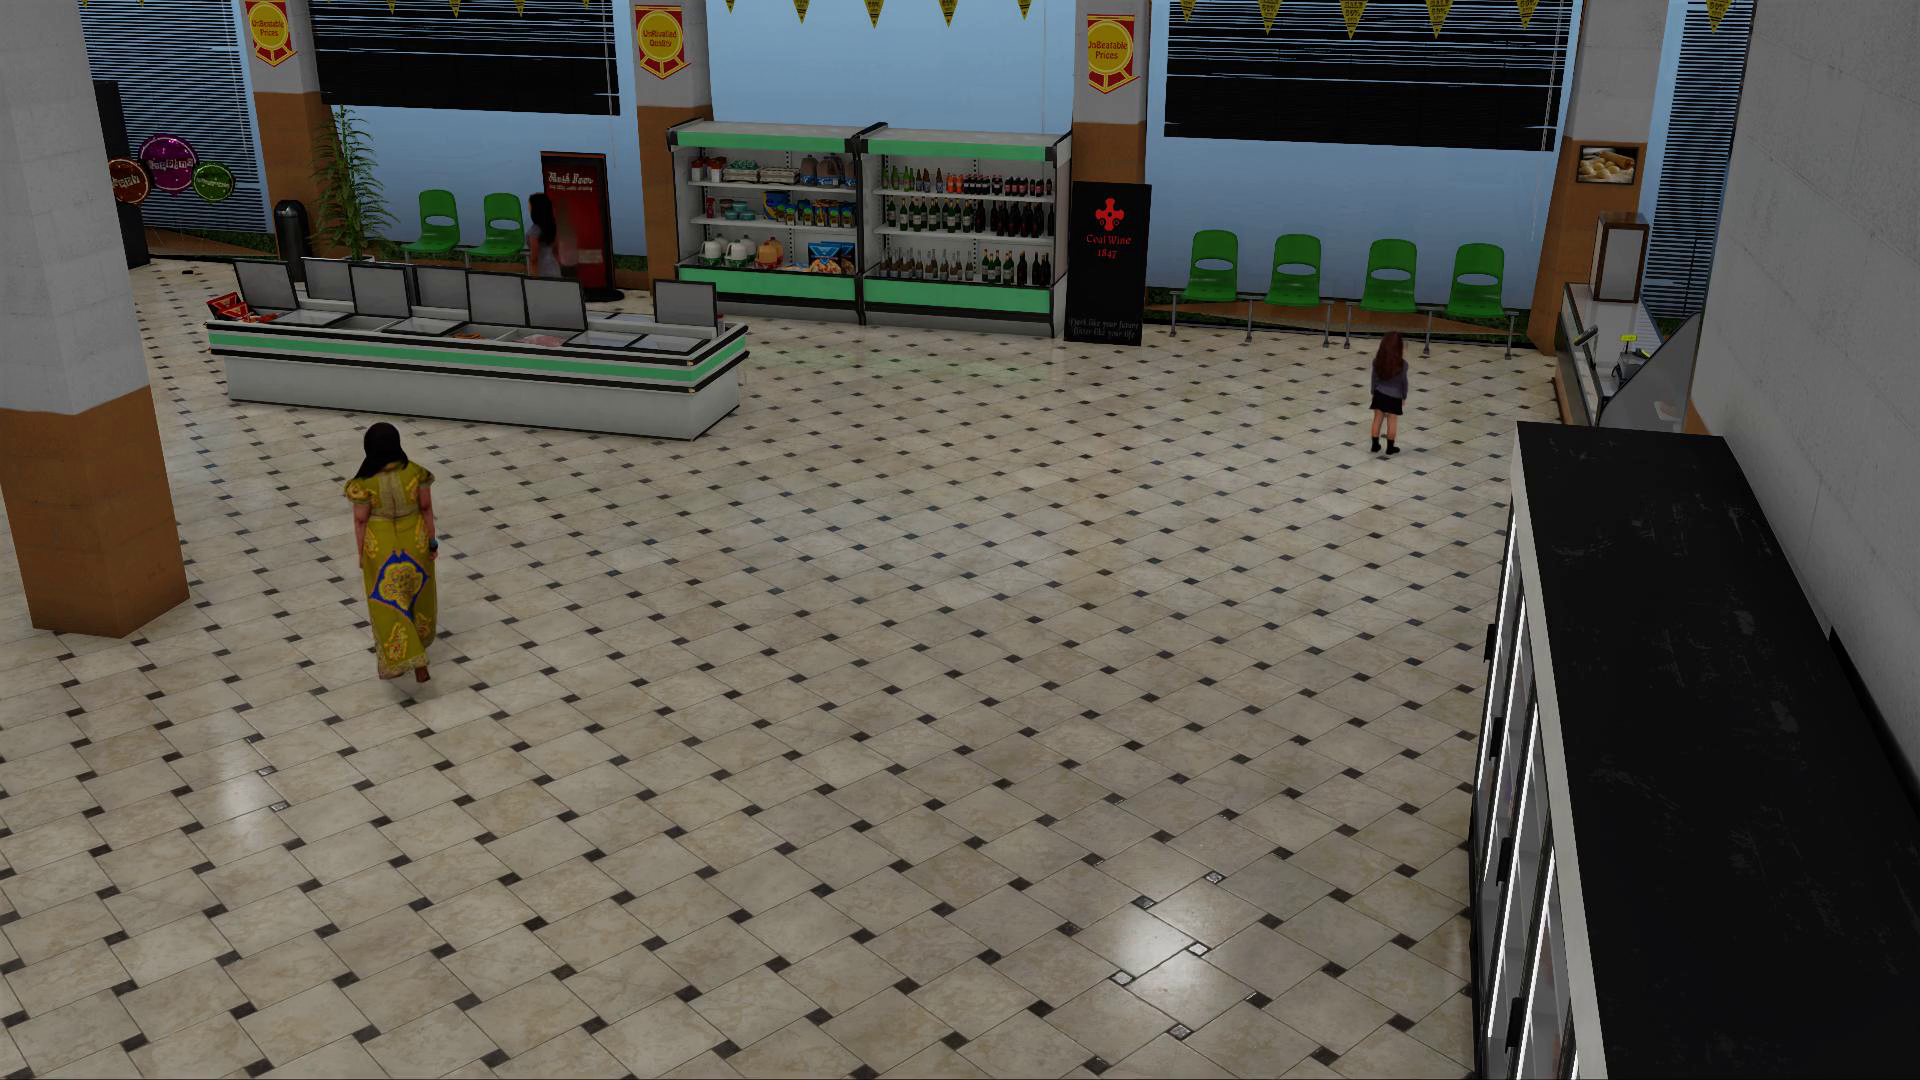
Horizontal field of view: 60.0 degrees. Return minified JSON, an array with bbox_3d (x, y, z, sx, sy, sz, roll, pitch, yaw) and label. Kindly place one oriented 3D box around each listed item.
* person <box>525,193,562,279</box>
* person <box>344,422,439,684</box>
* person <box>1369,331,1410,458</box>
[{"bbox_3d":[-4.075,-2.587,16.719,0.711,1.774,0.616,8,23,19],"label":"person"},{"bbox_3d":[-3.435,0.110,10.213,1.276,1.621,1.401,-15,26,-33],"label":"person"},{"bbox_3d":[3.693,-1.272,14.343,0.460,1.106,0.579,13,25,30],"label":"person"}]
